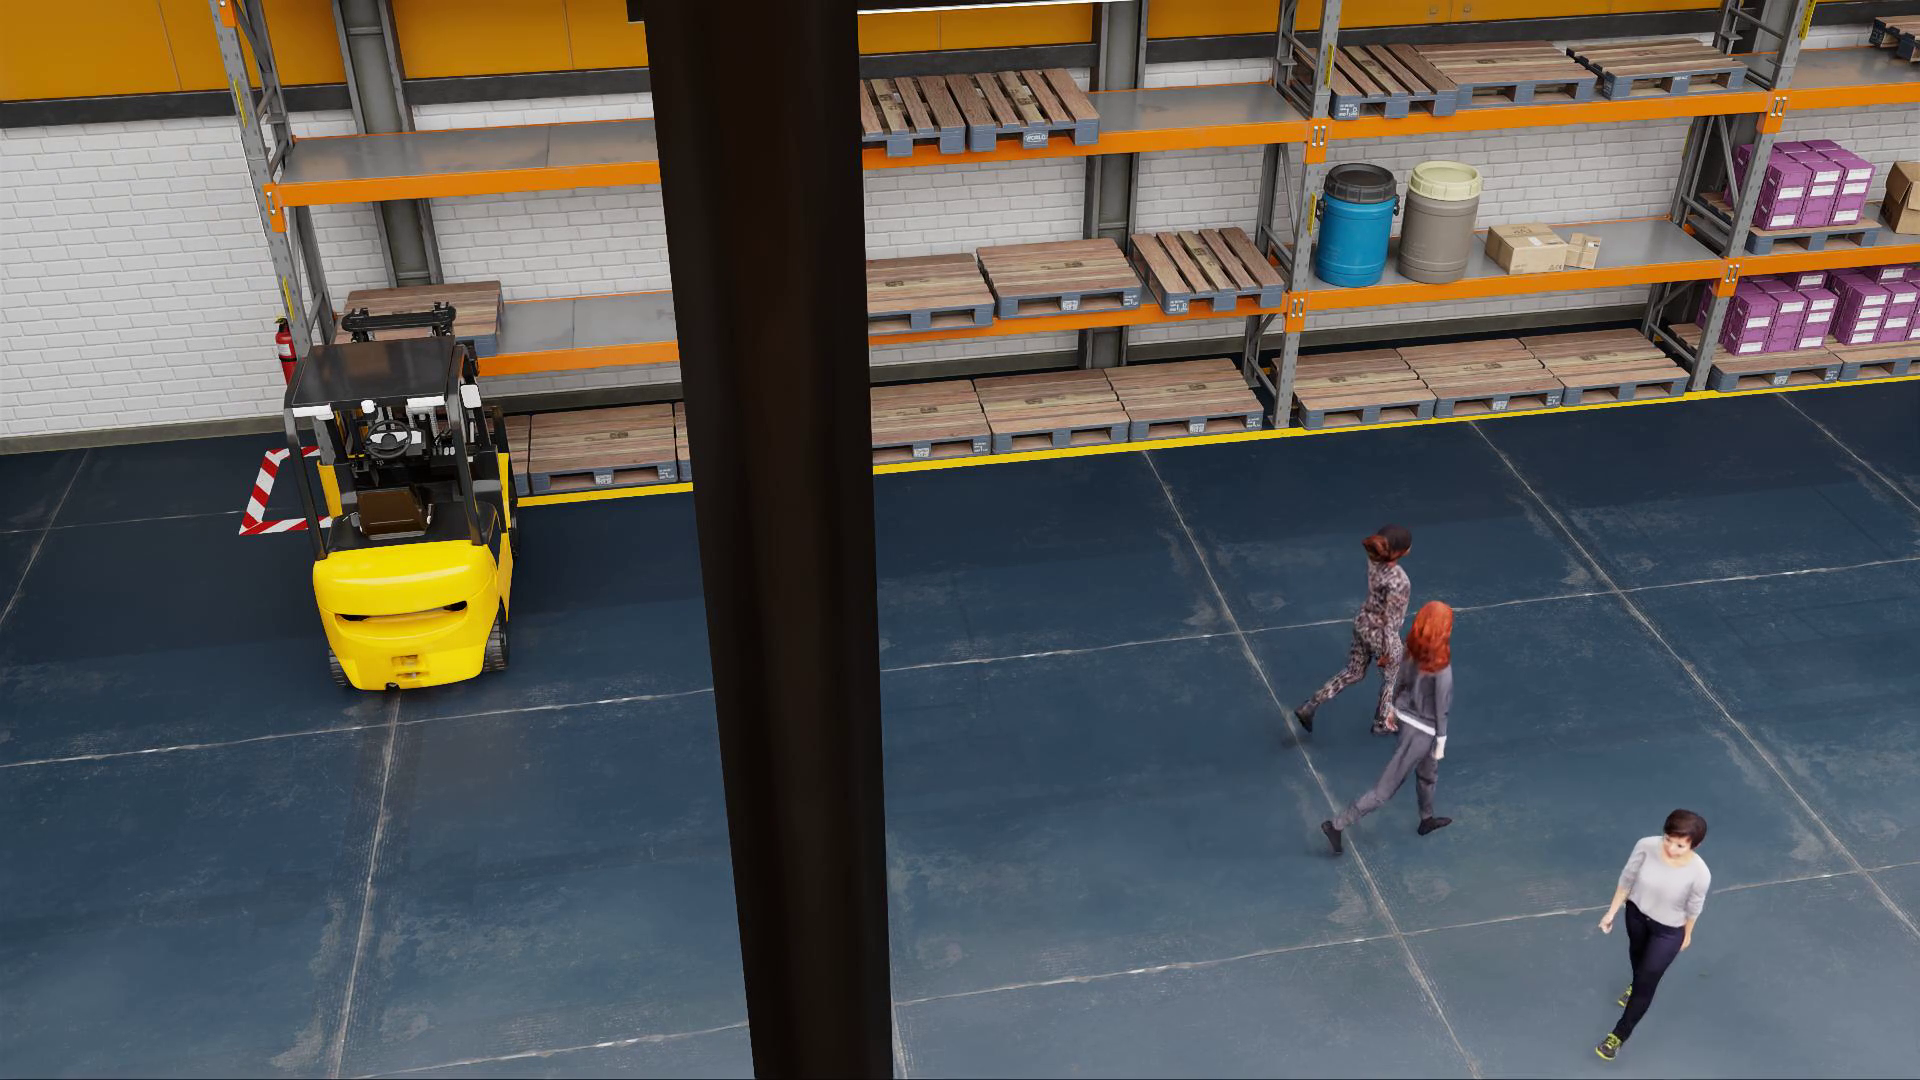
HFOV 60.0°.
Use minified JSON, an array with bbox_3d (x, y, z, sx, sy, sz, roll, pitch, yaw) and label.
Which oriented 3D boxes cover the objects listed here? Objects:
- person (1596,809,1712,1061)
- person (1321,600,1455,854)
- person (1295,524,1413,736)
[{"bbox_3d":[3.748,1.979,8.867,1.051,1.522,0.854,-23,40,-31],"label":"person"},{"bbox_3d":[2.627,1.161,9.898,1.167,1.743,0.676,-6,34,-9],"label":"person"},{"bbox_3d":[2.609,0.625,10.750,1.046,1.692,0.608,-7,34,-10],"label":"person"}]
